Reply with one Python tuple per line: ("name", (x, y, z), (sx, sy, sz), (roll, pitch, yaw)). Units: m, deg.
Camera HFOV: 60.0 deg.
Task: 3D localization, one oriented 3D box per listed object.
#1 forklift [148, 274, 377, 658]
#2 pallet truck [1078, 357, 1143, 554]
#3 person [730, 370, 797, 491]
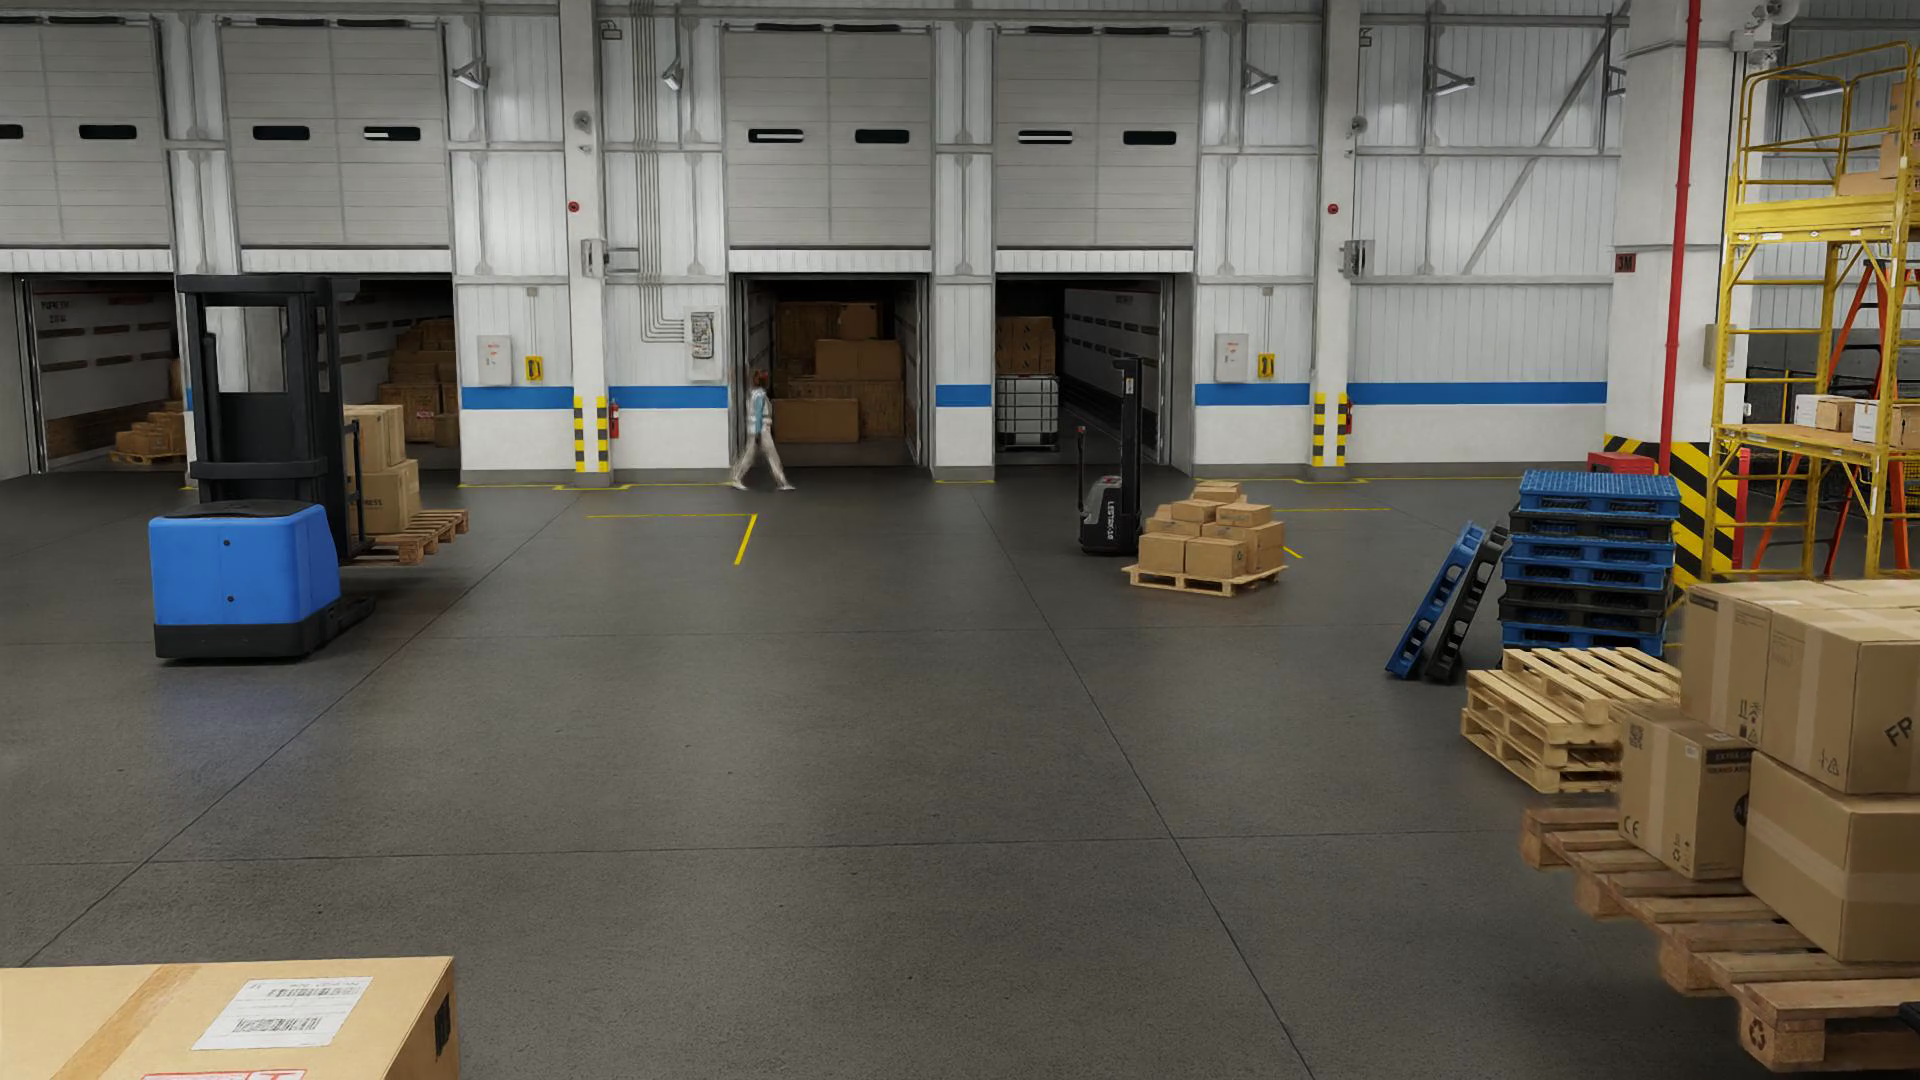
("forklift", (-5.348, -0.627, 12.681), (1.129, 2.768, 1.873), (-1, 9, -4))
("pallet truck", (2.088, -0.836, 16.757), (1.885, 1.965, 0.823), (2, 9, 13))
("person", (-2.606, -1.424, 21.693), (0.852, 1.600, 0.511), (-2, 9, -12))
